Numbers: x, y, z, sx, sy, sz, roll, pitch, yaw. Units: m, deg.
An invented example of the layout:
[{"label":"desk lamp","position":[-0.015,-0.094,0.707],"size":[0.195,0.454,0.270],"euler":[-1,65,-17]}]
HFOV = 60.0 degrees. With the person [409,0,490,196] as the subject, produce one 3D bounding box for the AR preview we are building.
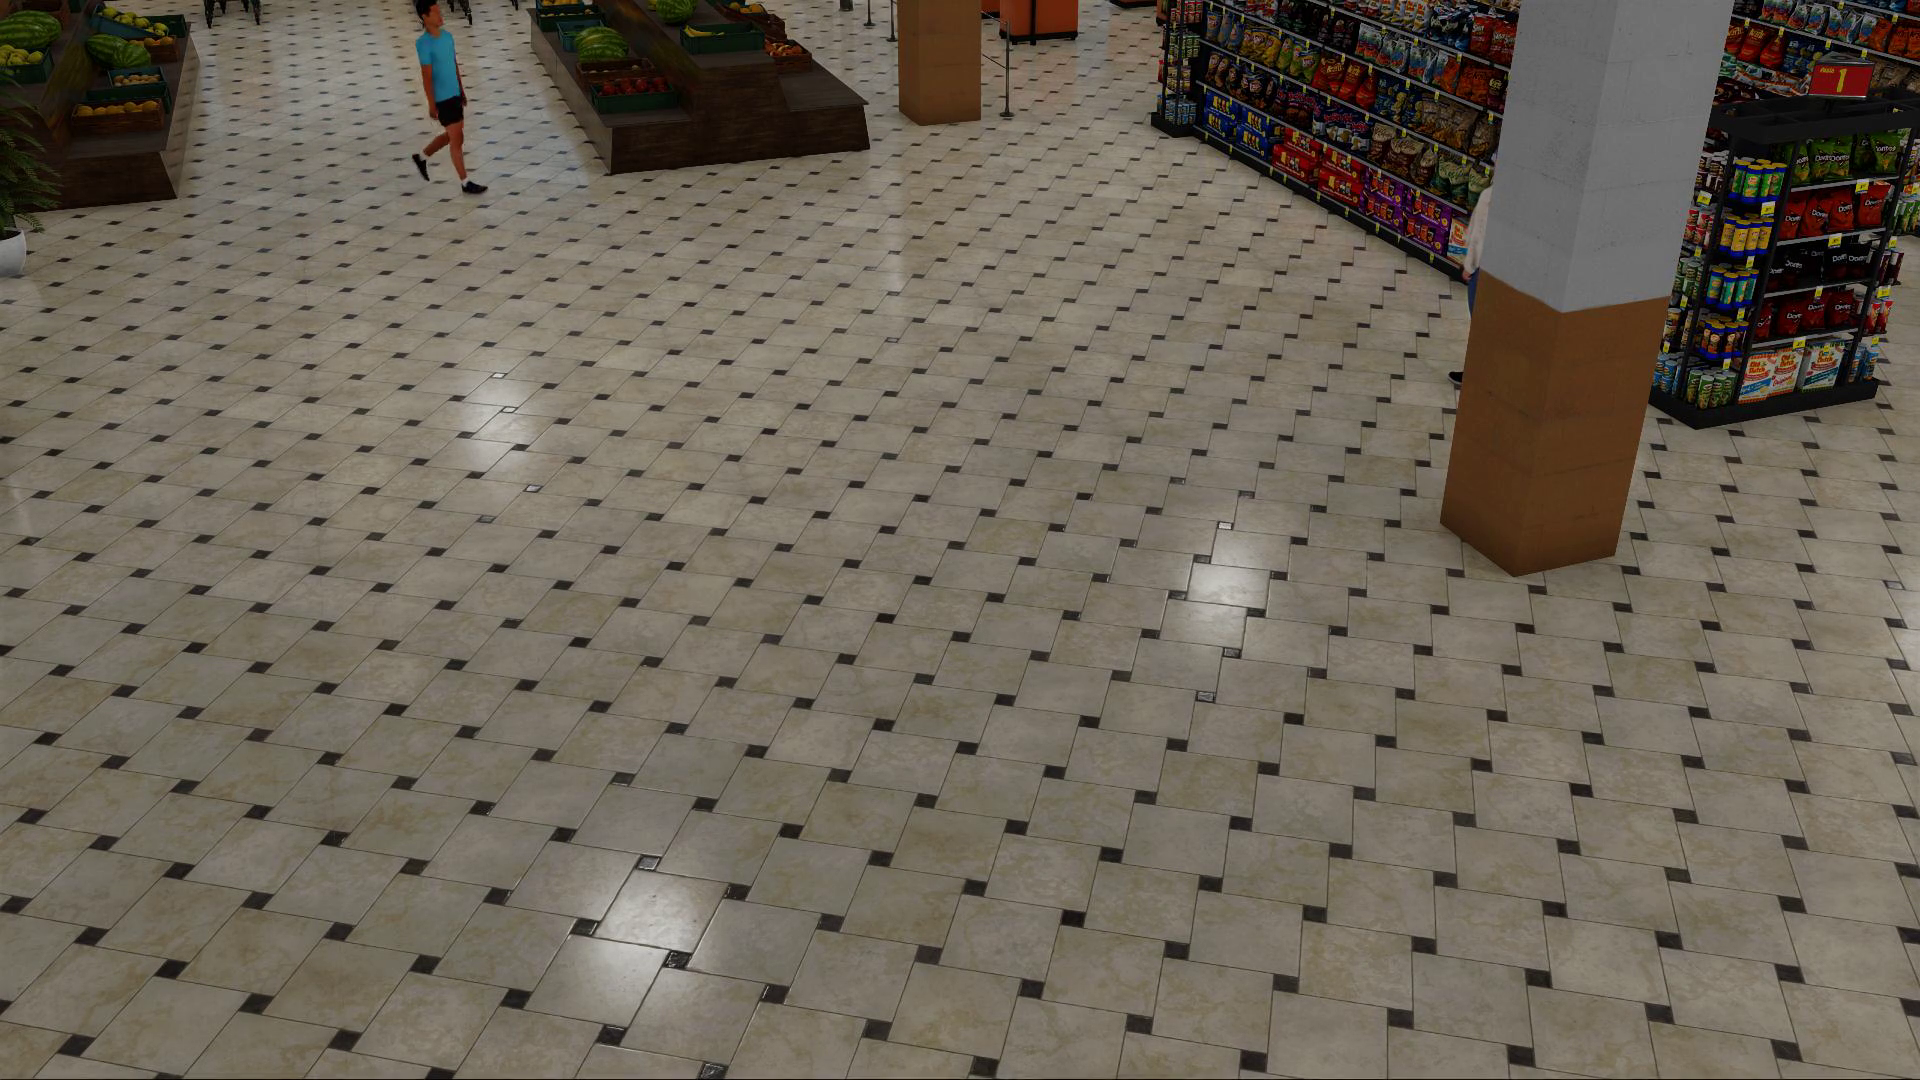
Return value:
[{"label":"person","position":[-4.758,-4.013,15.107],"size":[1.012,1.759,1.061],"euler":[6,29,11]}]
